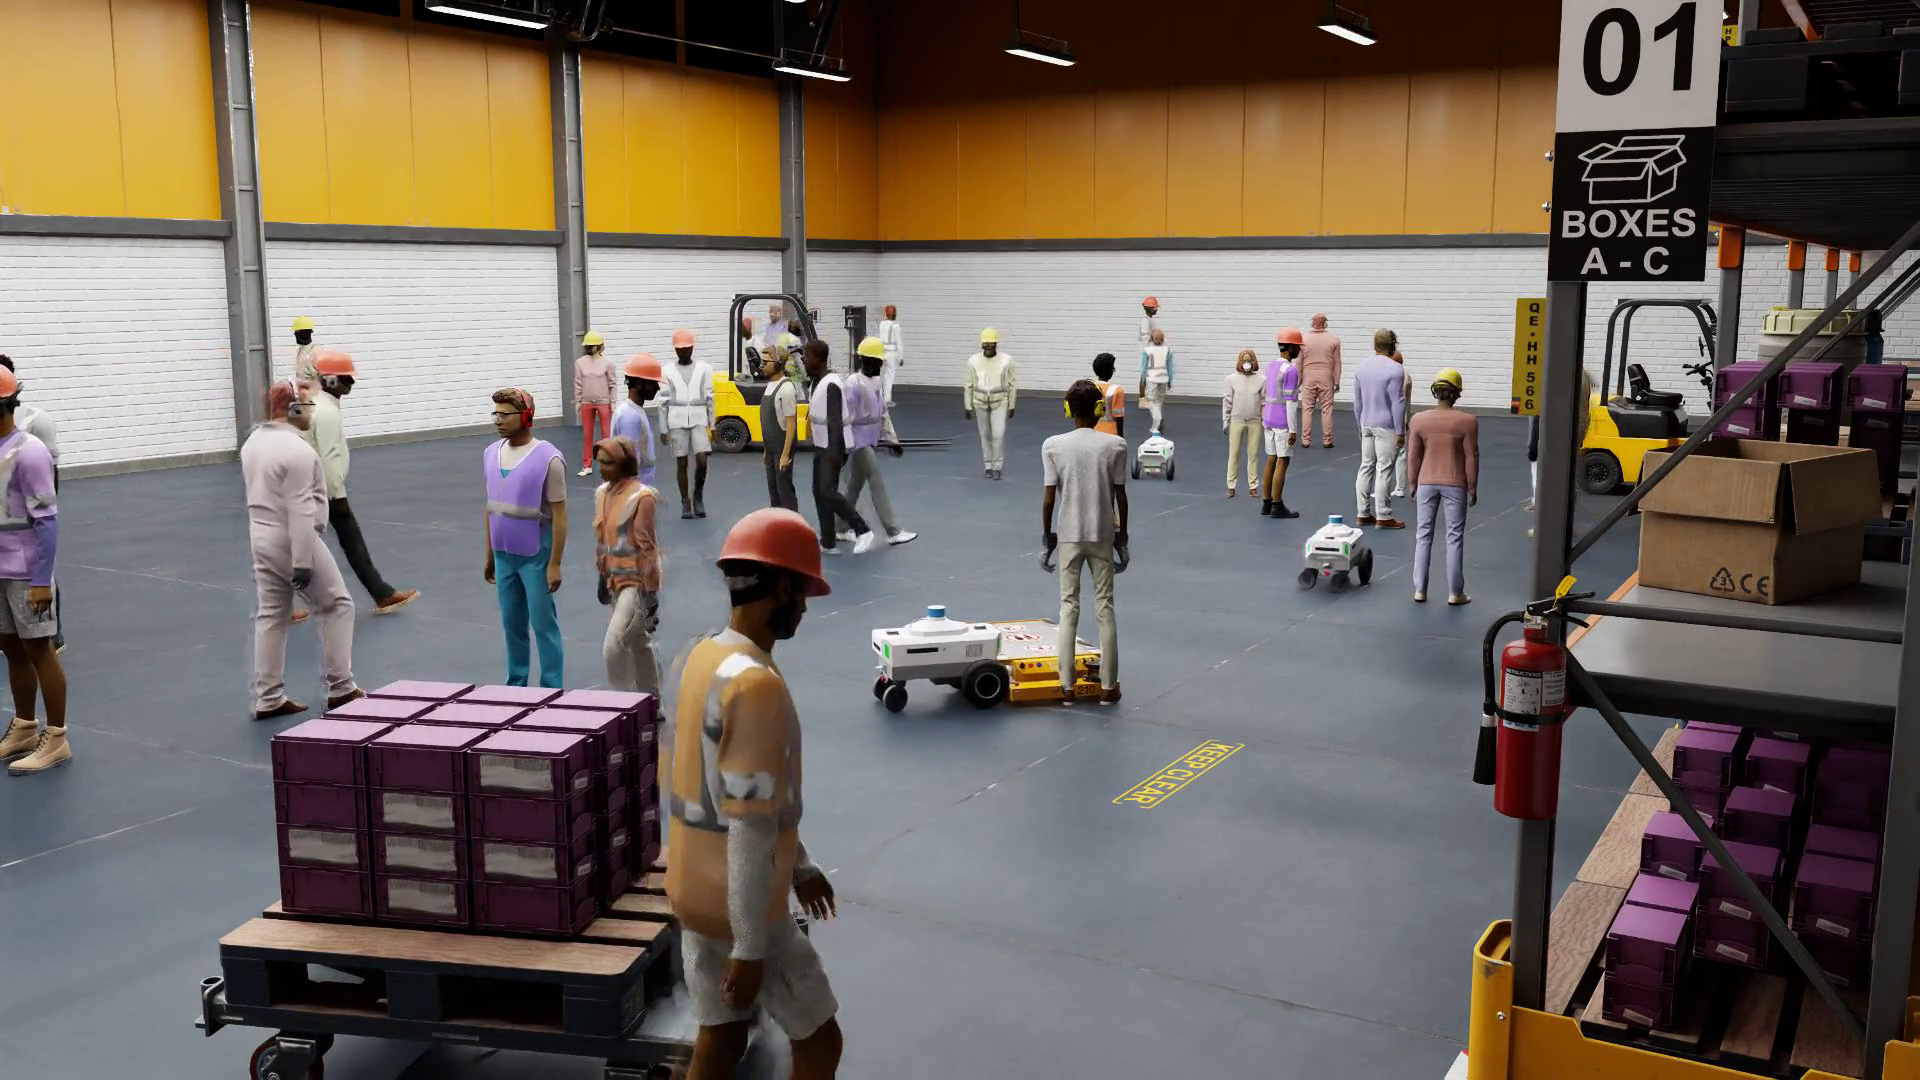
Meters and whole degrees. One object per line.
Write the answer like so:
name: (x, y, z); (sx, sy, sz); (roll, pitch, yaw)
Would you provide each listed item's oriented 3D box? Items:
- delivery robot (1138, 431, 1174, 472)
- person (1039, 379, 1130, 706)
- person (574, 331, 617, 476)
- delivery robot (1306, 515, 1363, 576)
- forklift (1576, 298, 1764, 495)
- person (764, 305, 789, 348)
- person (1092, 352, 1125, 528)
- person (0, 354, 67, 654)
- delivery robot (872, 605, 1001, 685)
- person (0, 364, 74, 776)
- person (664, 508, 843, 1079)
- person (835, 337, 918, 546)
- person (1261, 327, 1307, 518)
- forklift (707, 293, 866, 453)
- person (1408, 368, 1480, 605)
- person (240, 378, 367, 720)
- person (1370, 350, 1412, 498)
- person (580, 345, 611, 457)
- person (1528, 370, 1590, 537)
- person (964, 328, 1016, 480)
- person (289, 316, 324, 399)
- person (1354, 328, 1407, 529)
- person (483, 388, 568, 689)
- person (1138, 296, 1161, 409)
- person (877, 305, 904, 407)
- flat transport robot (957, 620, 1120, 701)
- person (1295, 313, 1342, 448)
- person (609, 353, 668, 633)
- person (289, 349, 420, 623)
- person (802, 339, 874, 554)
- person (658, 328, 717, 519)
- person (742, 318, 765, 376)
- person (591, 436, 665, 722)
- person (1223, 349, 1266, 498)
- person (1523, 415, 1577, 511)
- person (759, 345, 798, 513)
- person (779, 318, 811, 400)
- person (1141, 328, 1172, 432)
delivery robot: (2.357, -1.062, 19.983); (0.477, 0.478, 0.707); (2, 10, 15)
person: (0.712, 0.018, 9.462); (0.518, 1.865, 0.329); (1, 9, 3)
person: (-4.411, -1.645, 20.150); (0.526, 1.765, 0.329); (1, 9, 7)
delivery robot: (2.939, 0.050, 13.041); (0.477, 0.478, 0.707); (4, 10, 22)
forklift: (7.954, -1.589, 18.462); (2.313, 2.155, 1.214); (5, 11, 30)
person: (-3.329, -3.296, 30.066); (0.452, 1.888, 0.668); (-9, 13, -43)
person: (1.372, -0.957, 16.062); (0.535, 1.697, 0.322); (9, 12, 43)
person: (-6.060, -0.208, 10.613); (0.655, 1.955, 0.394); (1, 9, 5)
delivery robot: (-0.137, 0.617, 9.500); (0.707, 0.478, 0.477); (-3, 10, -15)
person: (-4.665, 0.139, 8.165); (0.606, 2.039, 0.395); (6, 11, 35)
person: (-0.479, 0.870, 4.099); (0.706, 1.875, 0.584); (-4, 10, -24)
person: (-0.744, -0.880, 15.020); (0.959, 1.879, 0.609); (3, 9, 16)
person: (3.268, -1.177, 16.740); (0.392, 1.930, 0.540); (-3, 9, -15)
forklift: (-2.458, -2.344, 23.176); (2.313, 2.155, 1.214); (0, 9, -2)
person: (3.590, -0.394, 12.362); (0.524, 1.760, 0.326); (6, 11, 31)
person: (-3.623, 0.046, 9.252); (0.648, 1.883, 0.752); (7, 11, 37)
person: (4.702, -1.263, 18.151); (0.523, 1.639, 0.309); (-5, 10, -27)
person: (-4.879, -1.923, 22.289); (0.497, 1.633, 0.279); (3, 9, 16)
person: (5.578, -0.910, 15.489); (0.670, 1.818, 0.437); (-5, 10, -27)
person: (0.340, -1.610, 19.787); (0.611, 1.802, 0.744); (1, 9, 8)
person: (-8.151, -1.836, 20.832); (0.381, 1.924, 0.594); (-9, 13, -43)
person: (4.057, -1.071, 16.022); (0.361, 1.937, 0.635); (-5, 10, -28)
person: (-2.362, 0.093, 9.048); (0.569, 1.845, 0.384); (6, 11, 31)
person: (3.440, -3.403, 30.252); (0.396, 2.042, 0.611); (2, 9, 11)
person: (-1.267, -3.393, 30.714); (0.495, 1.867, 0.615); (-9, 13, -44)
flat transport robot: (0.417, 0.702, 10.144); (0.652, 0.197, 1.431); (-2, 9, -15)
person: (5.032, -2.238, 23.411); (0.672, 1.906, 0.405); (2, 9, 14)
person: (-2.194, -0.317, 11.398); (0.417, 1.920, 0.543); (-1, 9, -5)
person: (-4.438, -0.373, 11.705); (1.080, 1.925, 0.636); (-3, 10, -19)
person: (-1.098, -0.785, 14.444); (0.545, 1.873, 0.612); (-3, 10, -19)
person: (-2.711, -1.148, 16.560); (0.579, 1.919, 0.495); (-2, 9, -12)
person: (-2.910, -2.340, 24.354); (0.897, 1.830, 0.628); (-6, 11, -34)
person: (-1.787, 0.259, 8.764); (0.687, 1.606, 0.554); (-8, 12, -40)
person: (3.130, -1.272, 18.228); (0.507, 1.633, 0.276); (1, 9, 3)
person: (6.044, -1.064, 16.989); (0.502, 1.618, 0.525); (-4, 10, -24)
person: (-1.583, -0.767, 14.416); (0.344, 1.846, 0.506); (-5, 10, -27)
person: (-2.401, -2.392, 24.739); (0.886, 1.791, 0.638); (-3, 10, -17)
person: (3.029, -2.420, 25.433); (0.520, 1.623, 0.608); (-3, 10, -18)
